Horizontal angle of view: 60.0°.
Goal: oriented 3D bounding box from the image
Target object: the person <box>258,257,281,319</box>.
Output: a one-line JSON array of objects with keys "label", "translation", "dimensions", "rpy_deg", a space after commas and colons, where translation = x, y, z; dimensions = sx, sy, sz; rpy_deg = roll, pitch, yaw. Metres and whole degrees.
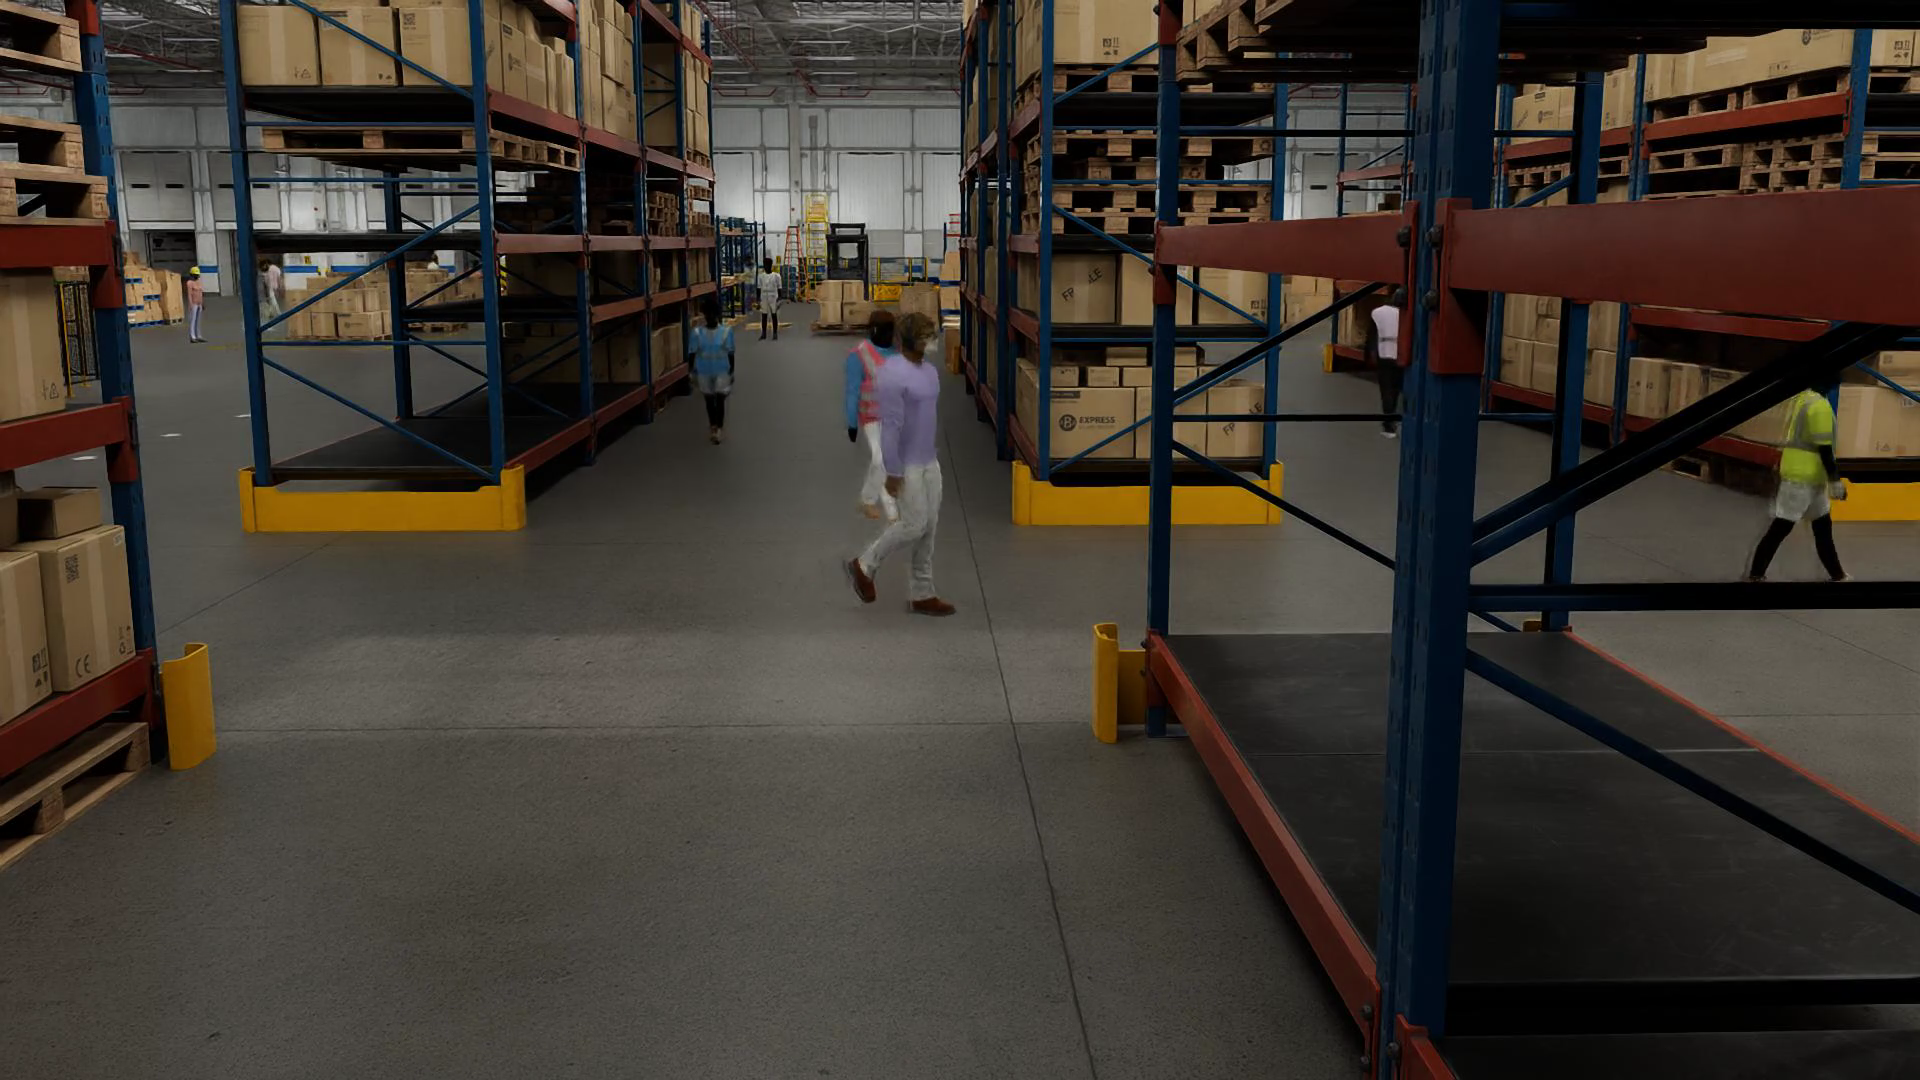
[{"label": "person", "translation": [-20.868, -7.616, 50.339], "dimensions": [1.024, 1.892, 0.646], "rpy_deg": [6, 12, 30]}]

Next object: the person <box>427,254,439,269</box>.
[{"label": "person", "translation": [-17.127, -8.332, 54.195], "dimensions": [0.367, 1.932, 0.632], "rpy_deg": [-8, 13, -39]}]

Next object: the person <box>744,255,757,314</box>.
[{"label": "person", "translation": [-6.818, -8.249, 53.806], "dimensions": [0.593, 1.901, 0.477], "rpy_deg": [-7, 13, -35]}]

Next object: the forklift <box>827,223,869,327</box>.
[{"label": "forklift", "translation": [-2.969, -7.039, 44.334], "dimensions": [1.129, 2.768, 1.873], "rpy_deg": [0, 10, -2]}]

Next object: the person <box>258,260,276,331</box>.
[{"label": "person", "translation": [-18.183, -6.401, 43.626], "dimensions": [0.384, 1.856, 0.558], "rpy_deg": [-7, 12, -33]}]

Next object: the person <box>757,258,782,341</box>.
[{"label": "person", "translation": [-4.524, -5.707, 39.463], "dimensions": [0.608, 1.963, 0.370], "rpy_deg": [2, 10, 10]}]

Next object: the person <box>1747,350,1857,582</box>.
[{"label": "person", "translation": [5.526, -0.395, 10.697], "dimensions": [0.855, 1.654, 0.540], "rpy_deg": [4, 11, 22]}]

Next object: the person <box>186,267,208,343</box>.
[{"label": "person", "translation": [-17.738, -5.458, 38.641], "dimensions": [0.329, 1.765, 0.526], "rpy_deg": [2, 10, 9]}]

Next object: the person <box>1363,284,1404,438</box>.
[{"label": "person", "translation": [5.211, -2.177, 20.096], "dimensions": [0.598, 1.863, 0.972], "rpy_deg": [0, 10, -1]}]

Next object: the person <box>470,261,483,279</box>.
[{"label": "person", "translation": [-17.569, -9.330, 60.525], "dimensions": [0.886, 1.655, 0.540], "rpy_deg": [9, 13, 40]}]

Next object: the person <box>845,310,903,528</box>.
[{"label": "person", "translation": [-0.637, -1.006, 13.772], "dimensions": [0.625, 1.799, 0.972], "rpy_deg": [-8, 13, -38]}]

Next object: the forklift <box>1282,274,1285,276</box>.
[{"label": "forklift", "translation": [12.239, -10.307, 62.540], "dimensions": [1.129, 2.768, 1.873], "rpy_deg": [0, 10, -2]}]

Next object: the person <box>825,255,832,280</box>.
[{"label": "person", "translation": [-4.203, -8.440, 54.835], "dimensions": [0.399, 1.913, 0.589], "rpy_deg": [7, 13, 35]}]

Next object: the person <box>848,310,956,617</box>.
[{"label": "person", "translation": [-0.345, -0.469, 10.398], "dimensions": [0.608, 1.926, 0.645], "rpy_deg": [5, 11, 27]}]

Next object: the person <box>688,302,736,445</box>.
[{"label": "person", "translation": [-2.895, -1.951, 19.423], "dimensions": [0.540, 1.649, 0.890], "rpy_deg": [0, 10, 1]}]

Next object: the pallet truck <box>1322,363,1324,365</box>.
[{"label": "pallet truck", "translation": [7.712, -4.157, 30.737], "dimensions": [1.885, 1.965, 0.823], "rpy_deg": [3, 11, 16]}]
